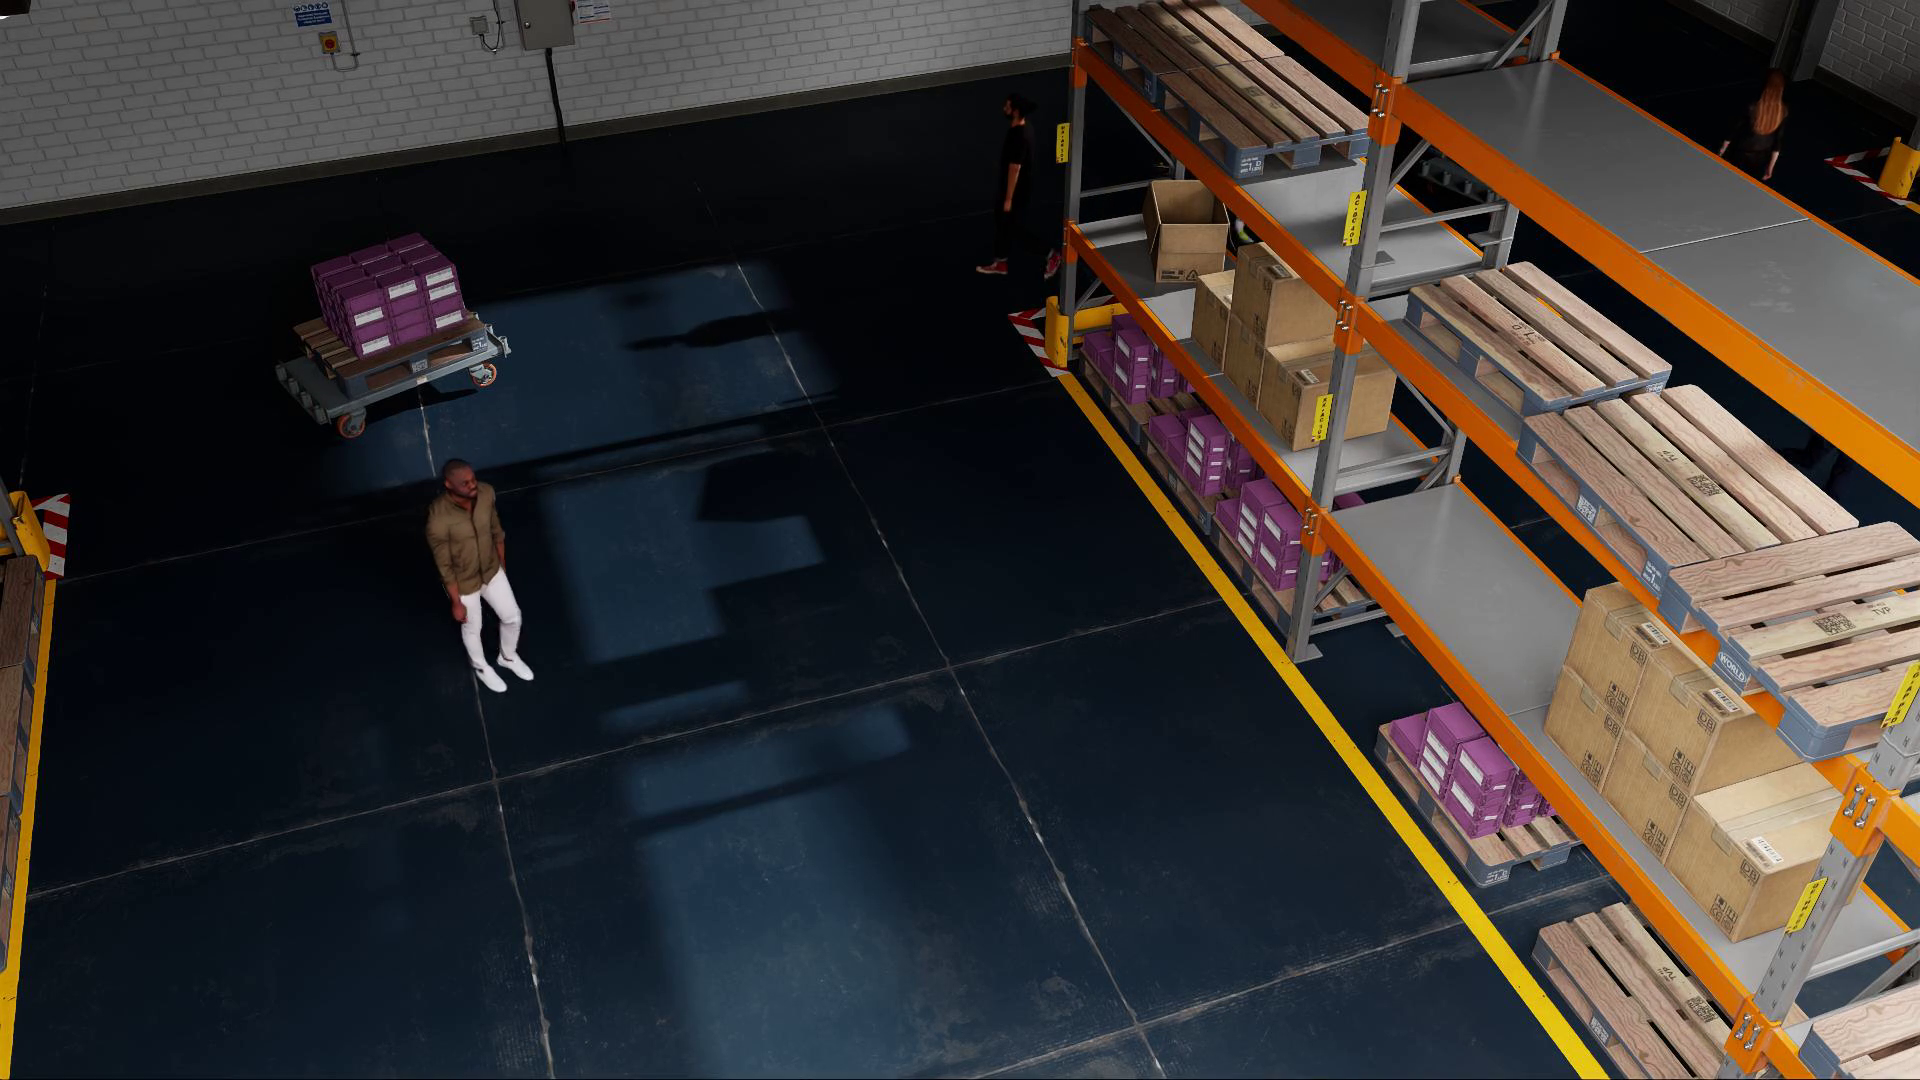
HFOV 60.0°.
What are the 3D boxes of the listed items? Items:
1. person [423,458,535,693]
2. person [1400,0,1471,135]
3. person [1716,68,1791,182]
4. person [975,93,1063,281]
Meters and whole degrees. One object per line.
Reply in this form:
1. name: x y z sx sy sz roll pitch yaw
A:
1. person: -3.126 0.206 10.491 0.845 1.809 0.847 28 46 30
2. person: 4.891 -4.885 16.971 0.665 1.676 1.001 -14 41 -17
3. person: 7.170 -3.390 15.102 0.931 1.673 1.184 3 39 3
4. person: 0.556 -3.077 14.655 0.918 1.742 1.048 1 39 1
